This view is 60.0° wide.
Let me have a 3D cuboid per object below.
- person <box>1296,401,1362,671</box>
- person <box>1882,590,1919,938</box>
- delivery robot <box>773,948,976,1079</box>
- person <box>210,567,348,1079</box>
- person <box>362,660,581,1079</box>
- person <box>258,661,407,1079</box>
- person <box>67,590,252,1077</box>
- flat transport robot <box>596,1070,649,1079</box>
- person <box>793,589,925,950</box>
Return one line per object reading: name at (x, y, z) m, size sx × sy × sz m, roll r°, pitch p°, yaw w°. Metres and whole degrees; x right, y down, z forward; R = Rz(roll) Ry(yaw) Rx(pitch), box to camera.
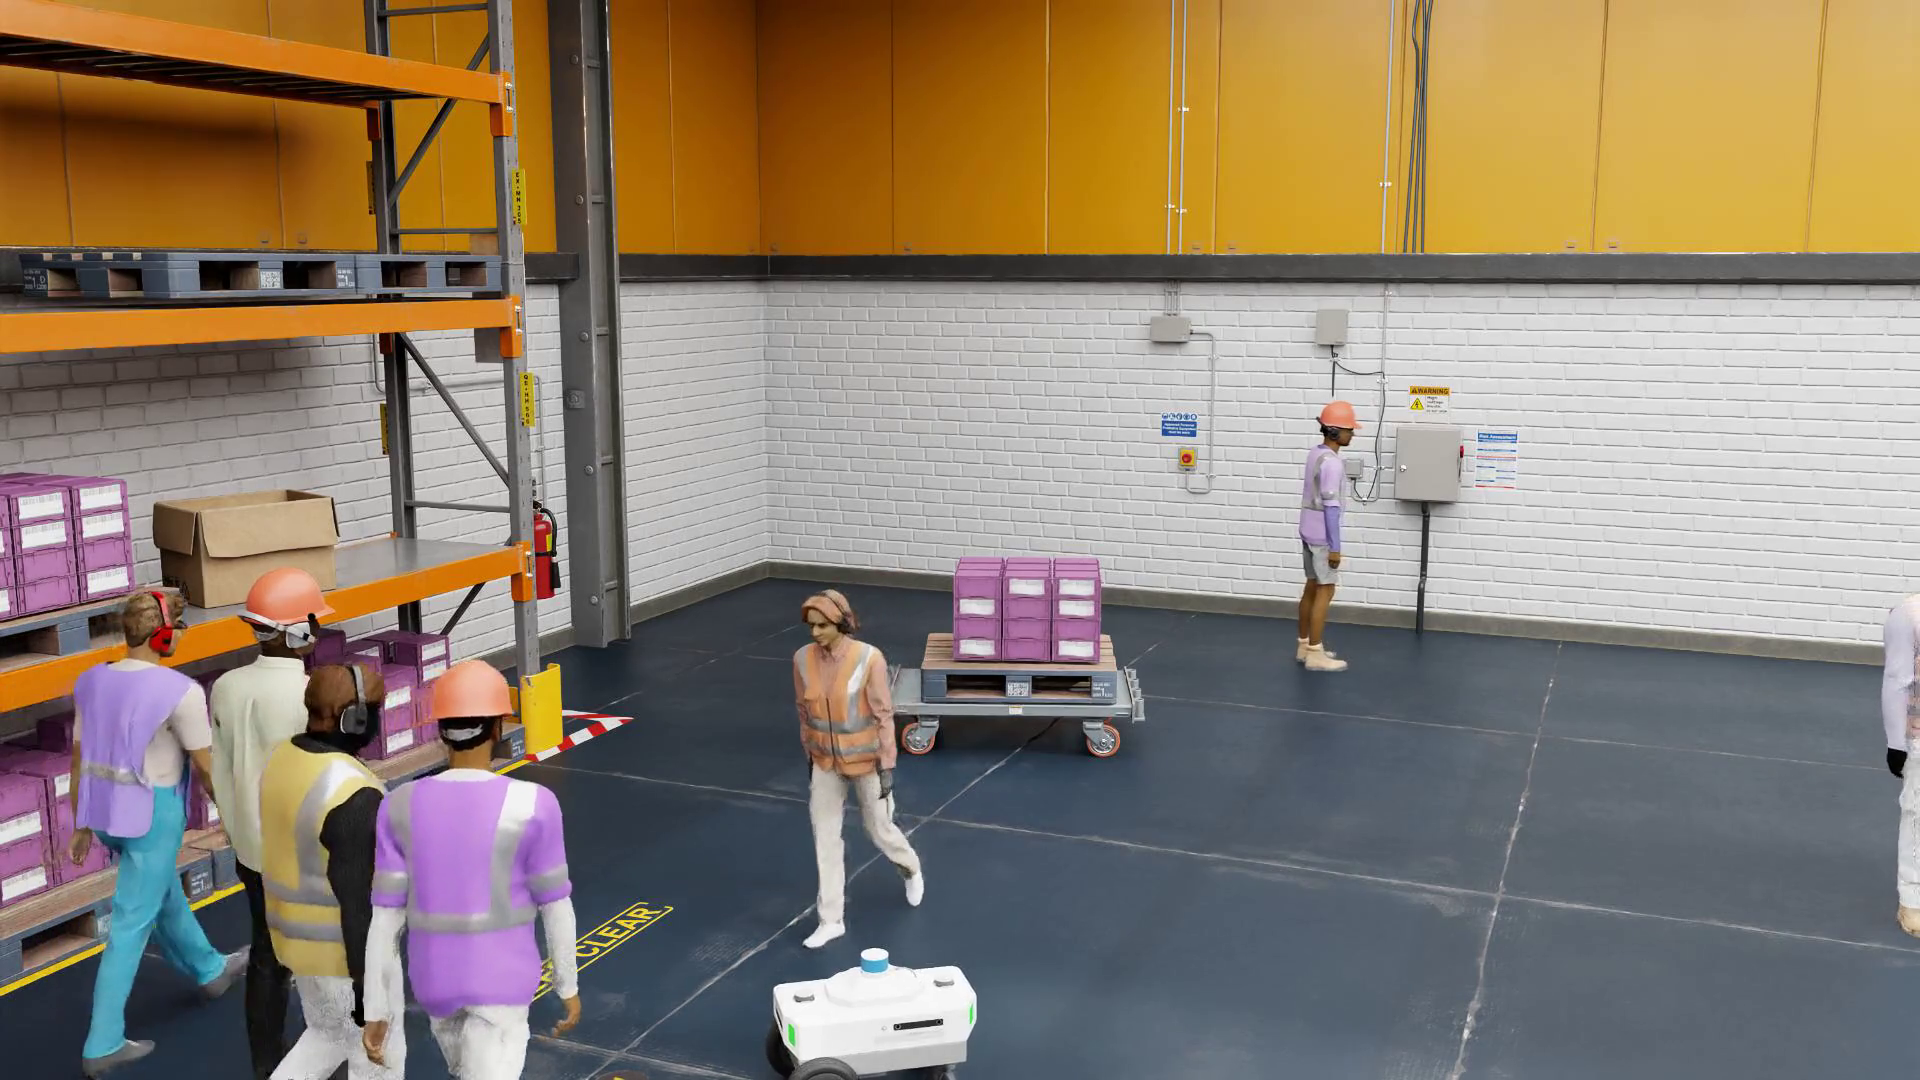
person at (2.770, -0.029, 12.507) m, size 0.423 × 2.032 × 0.610 m, roll 0°, pitch 9°, yaw 1°
person at (4.515, 0.895, 7.575) m, size 0.648 × 1.844 × 0.461 m, roll 0°, pitch 9°, yaw 2°
delivery robot at (-0.306, 1.727, 6.030) m, size 0.707 × 0.478 × 0.477 m, roll -2°, pitch 10°, yaw -14°
person at (-2.332, 1.083, 5.860) m, size 0.622 × 1.994 × 0.381 m, roll 4°, pitch 10°, yaw 24°
person at (-1.443, 1.313, 4.879) m, size 0.560 × 1.874 × 1.010 m, roll 1°, pitch 9°, yaw 9°
person at (-2.012, 1.287, 5.167) m, size 0.638 × 1.816 × 0.662 m, roll -9°, pitch 13°, yaw -44°
person at (-3.083, 1.081, 6.469) m, size 0.570 × 1.789 × 0.978 m, roll 4°, pitch 10°, yaw 25°
flat transport robot at (-0.921, 2.061, 5.146) m, size 0.652 × 0.197 × 1.431 m, roll 0°, pitch 9°, yaw -2°
person at (-0.458, 0.990, 7.565) m, size 0.558 × 1.610 × 0.723 m, roll 5°, pitch 11°, yaw 29°
